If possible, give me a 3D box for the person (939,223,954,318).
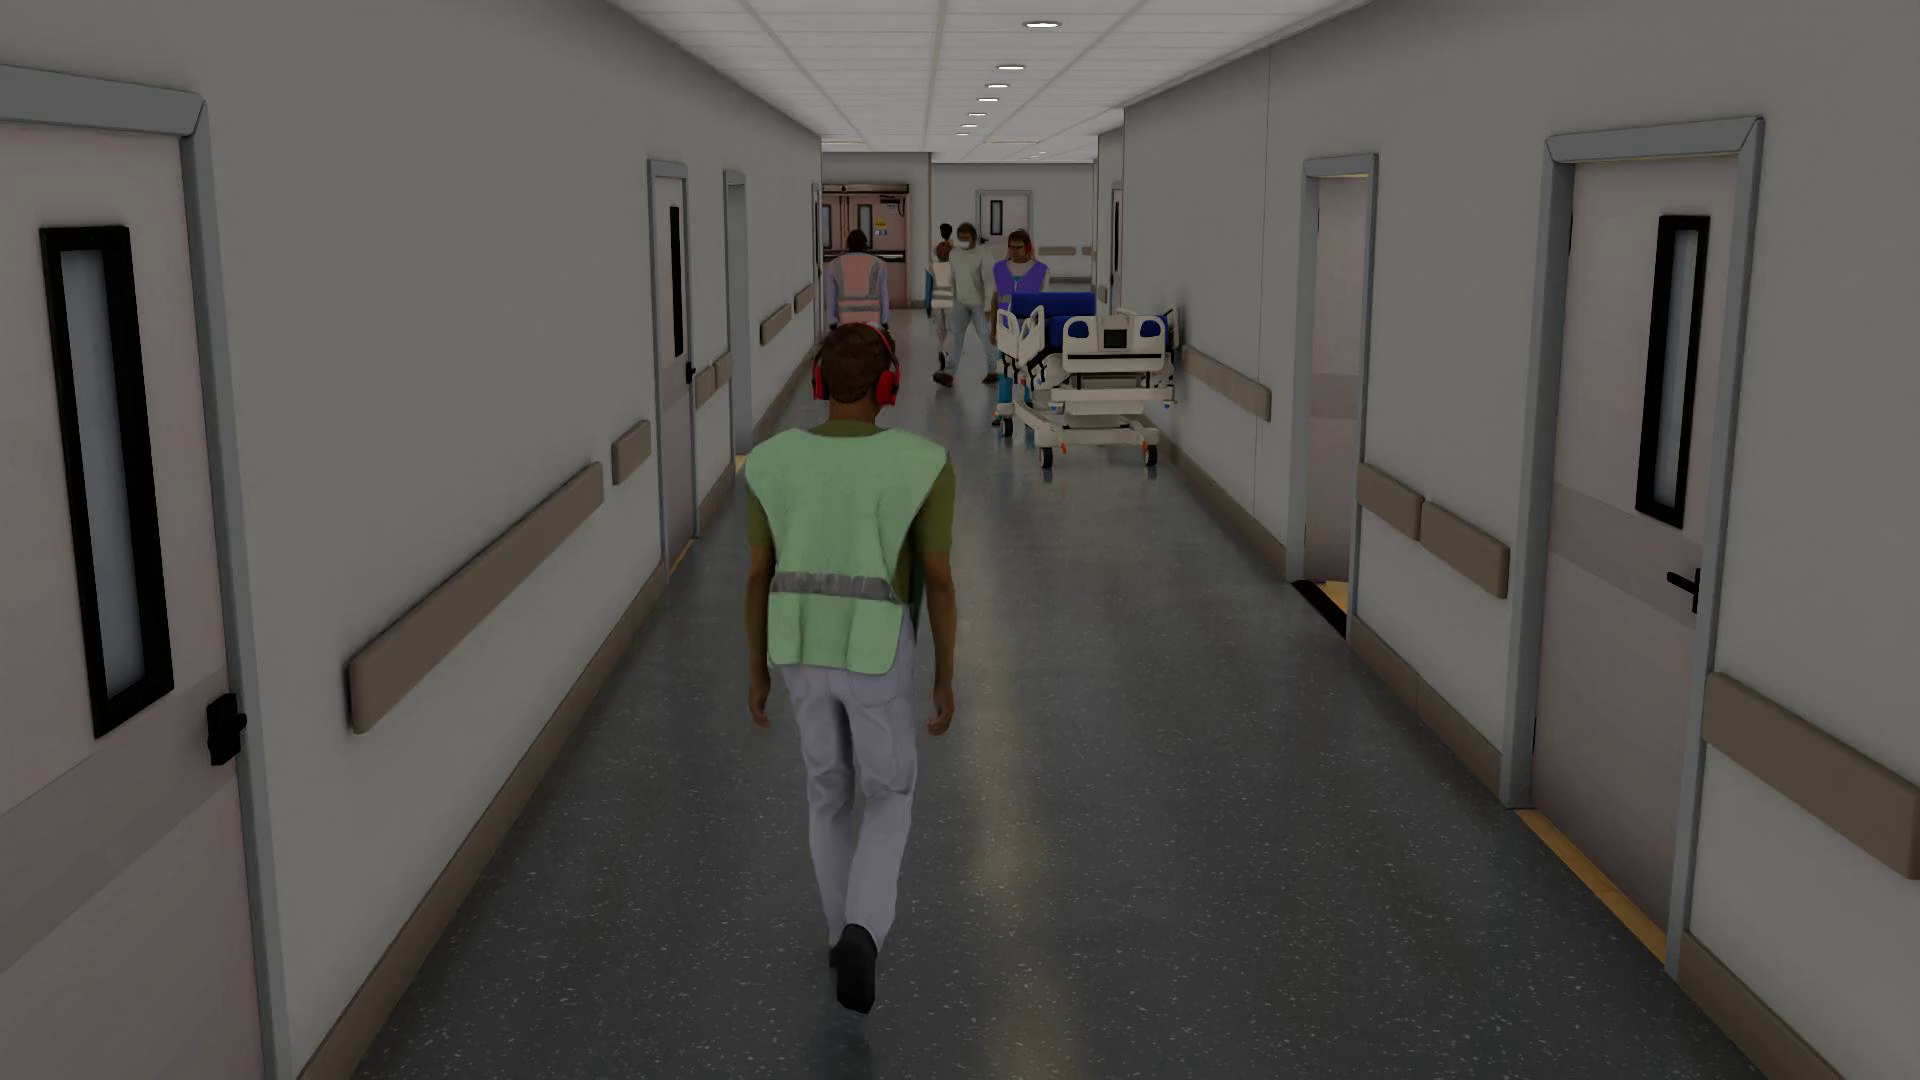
[{"bbox_3d":[-0.228,-4.851,29.980,0.319,1.694,0.533,0,12,-1],"label":"person"}]

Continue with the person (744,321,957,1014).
[{"bbox_3d":[-0.305,0.342,4.391,0.570,1.818,0.662,2,12,11],"label":"person"}]

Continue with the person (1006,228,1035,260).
[{"bbox_3d":[1.037,-4.542,28.632,0.518,1.629,0.398,5,13,24],"label":"person"}]

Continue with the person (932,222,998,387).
[{"bbox_3d":[0.105,-2.678,18.992,0.657,1.854,1.097,8,14,33],"label":"person"}]

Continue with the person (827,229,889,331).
[{"bbox_3d":[-1.034,-2.251,16.994,0.629,1.828,0.477,0,12,1],"label":"person"}]

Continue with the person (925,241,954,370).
[{"bbox_3d":[-0.201,-2.889,20.607,0.511,1.614,0.660,3,12,16],"label":"person"}]

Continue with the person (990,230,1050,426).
[{"bbox_3d":[0.564,-1.994,15.710,0.564,1.837,0.388,3,12,15],"label":"person"}]
